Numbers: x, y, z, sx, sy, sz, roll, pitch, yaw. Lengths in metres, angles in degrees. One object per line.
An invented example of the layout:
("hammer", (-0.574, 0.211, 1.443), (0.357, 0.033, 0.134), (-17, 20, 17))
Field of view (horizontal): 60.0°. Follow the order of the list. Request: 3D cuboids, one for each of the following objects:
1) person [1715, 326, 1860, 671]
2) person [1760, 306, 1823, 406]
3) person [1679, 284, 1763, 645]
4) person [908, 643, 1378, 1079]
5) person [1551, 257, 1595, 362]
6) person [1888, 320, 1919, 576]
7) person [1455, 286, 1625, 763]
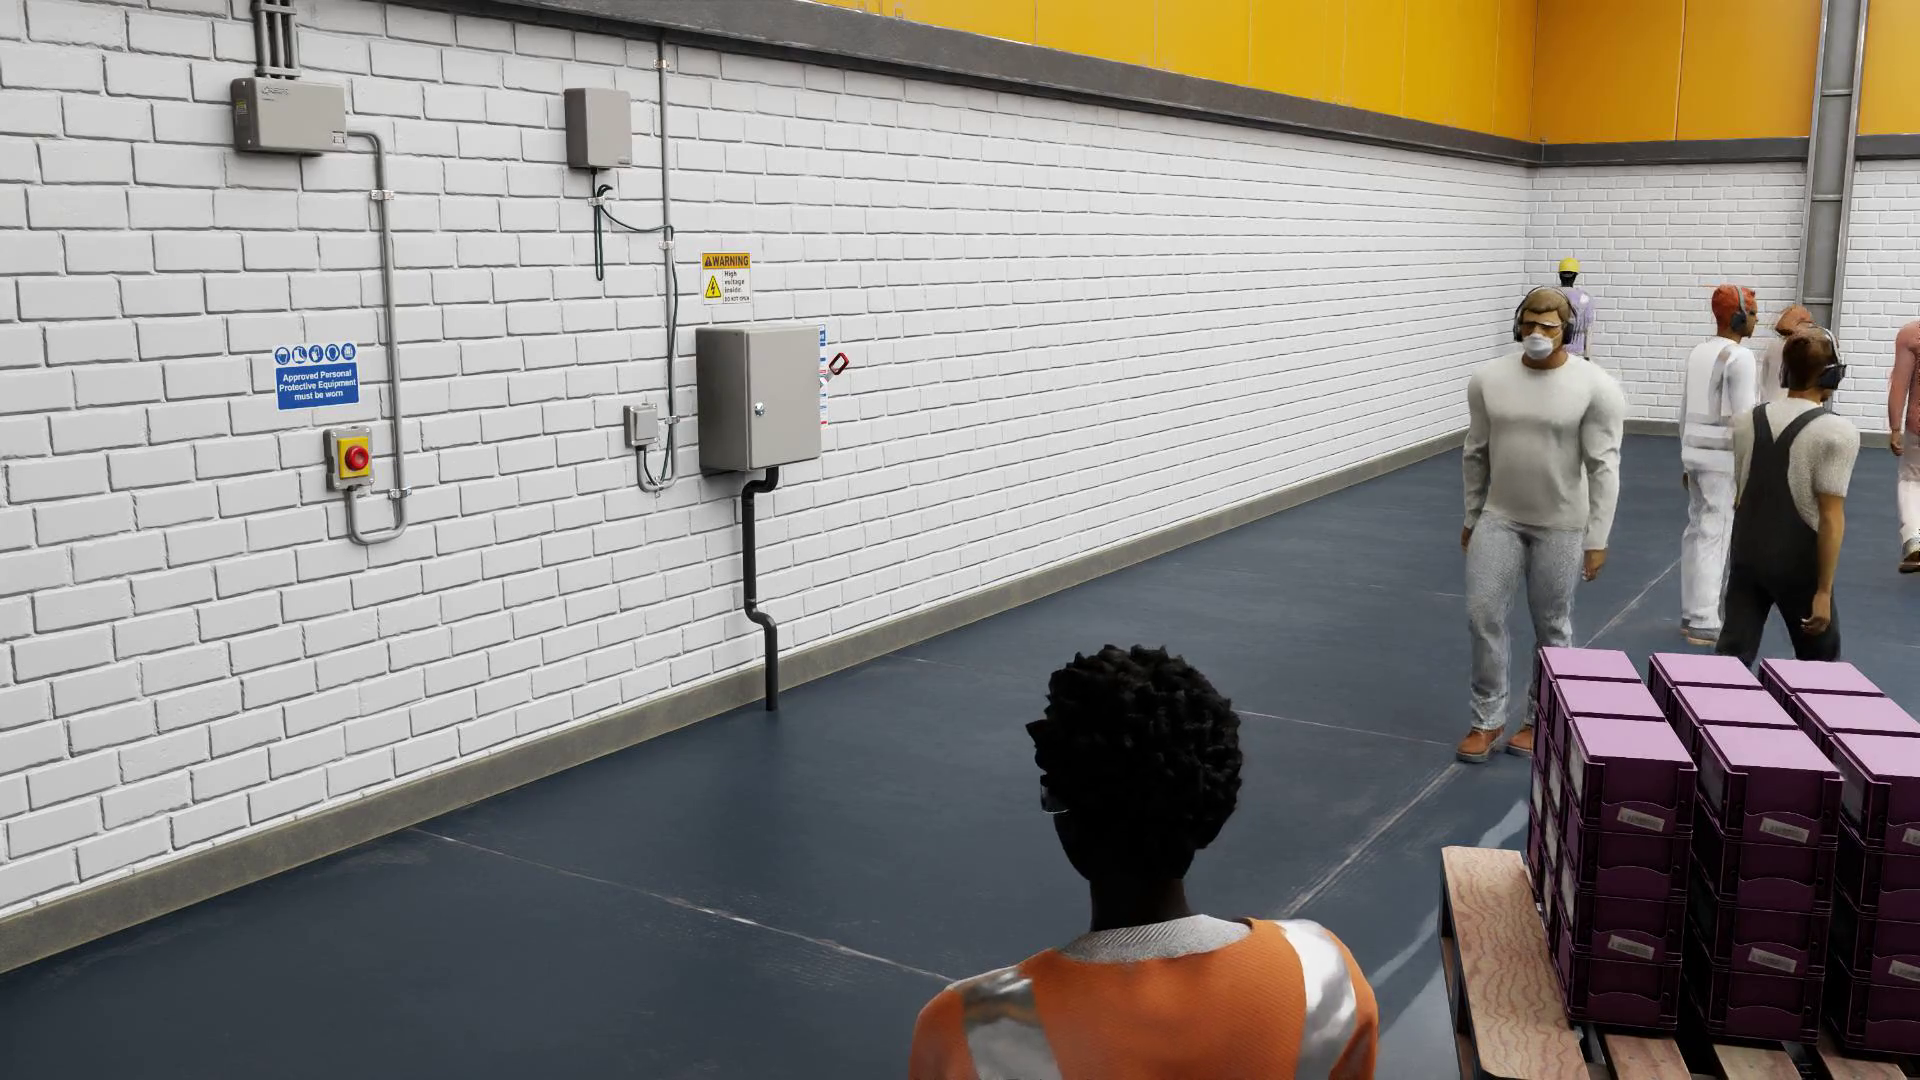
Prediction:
("person", (3.077, 0.114, 6.145), (0.976, 1.782, 0.511), (-6, 12, -30))
("person", (6.401, -0.980, 12.740), (0.826, 1.596, 0.506), (0, 10, -1))
("person", (3.960, -0.390, 8.685), (0.350, 1.883, 0.579), (0, 10, -3))
("person", (0.195, 0.950, 1.791), (0.536, 1.690, 0.324), (-3, 11, -17))
("person", (6.348, -2.004, 17.521), (0.585, 1.918, 0.391), (3, 11, 18))
("person", (6.023, -0.714, 10.182), (0.624, 1.976, 0.467), (5, 11, 25))
("person", (2.259, -0.037, 6.607), (0.659, 1.914, 0.713), (8, 13, 38))
